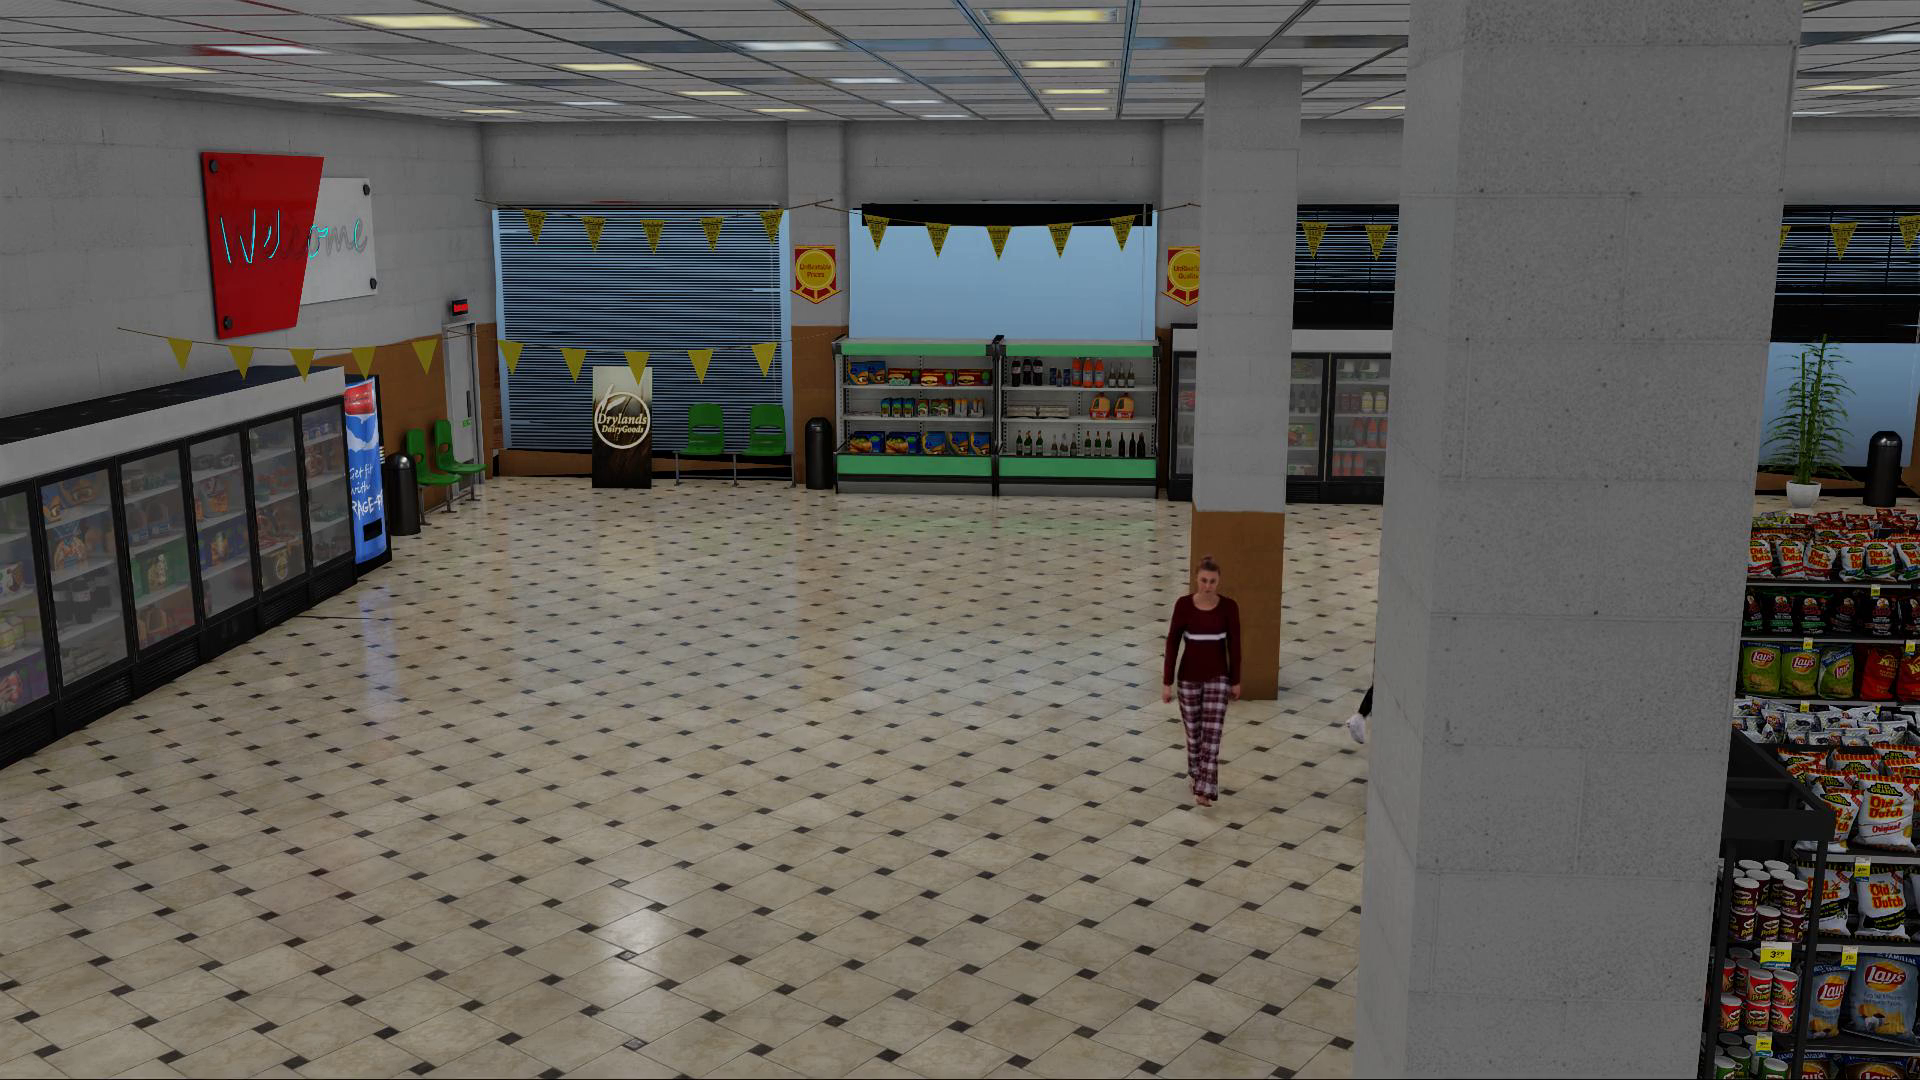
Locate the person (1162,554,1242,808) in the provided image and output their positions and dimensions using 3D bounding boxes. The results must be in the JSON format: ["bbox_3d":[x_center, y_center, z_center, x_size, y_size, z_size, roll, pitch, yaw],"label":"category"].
[{"bbox_3d":[1.661,0.928,11.315,0.944,1.673,0.796,3,12,12],"label":"person"}]
